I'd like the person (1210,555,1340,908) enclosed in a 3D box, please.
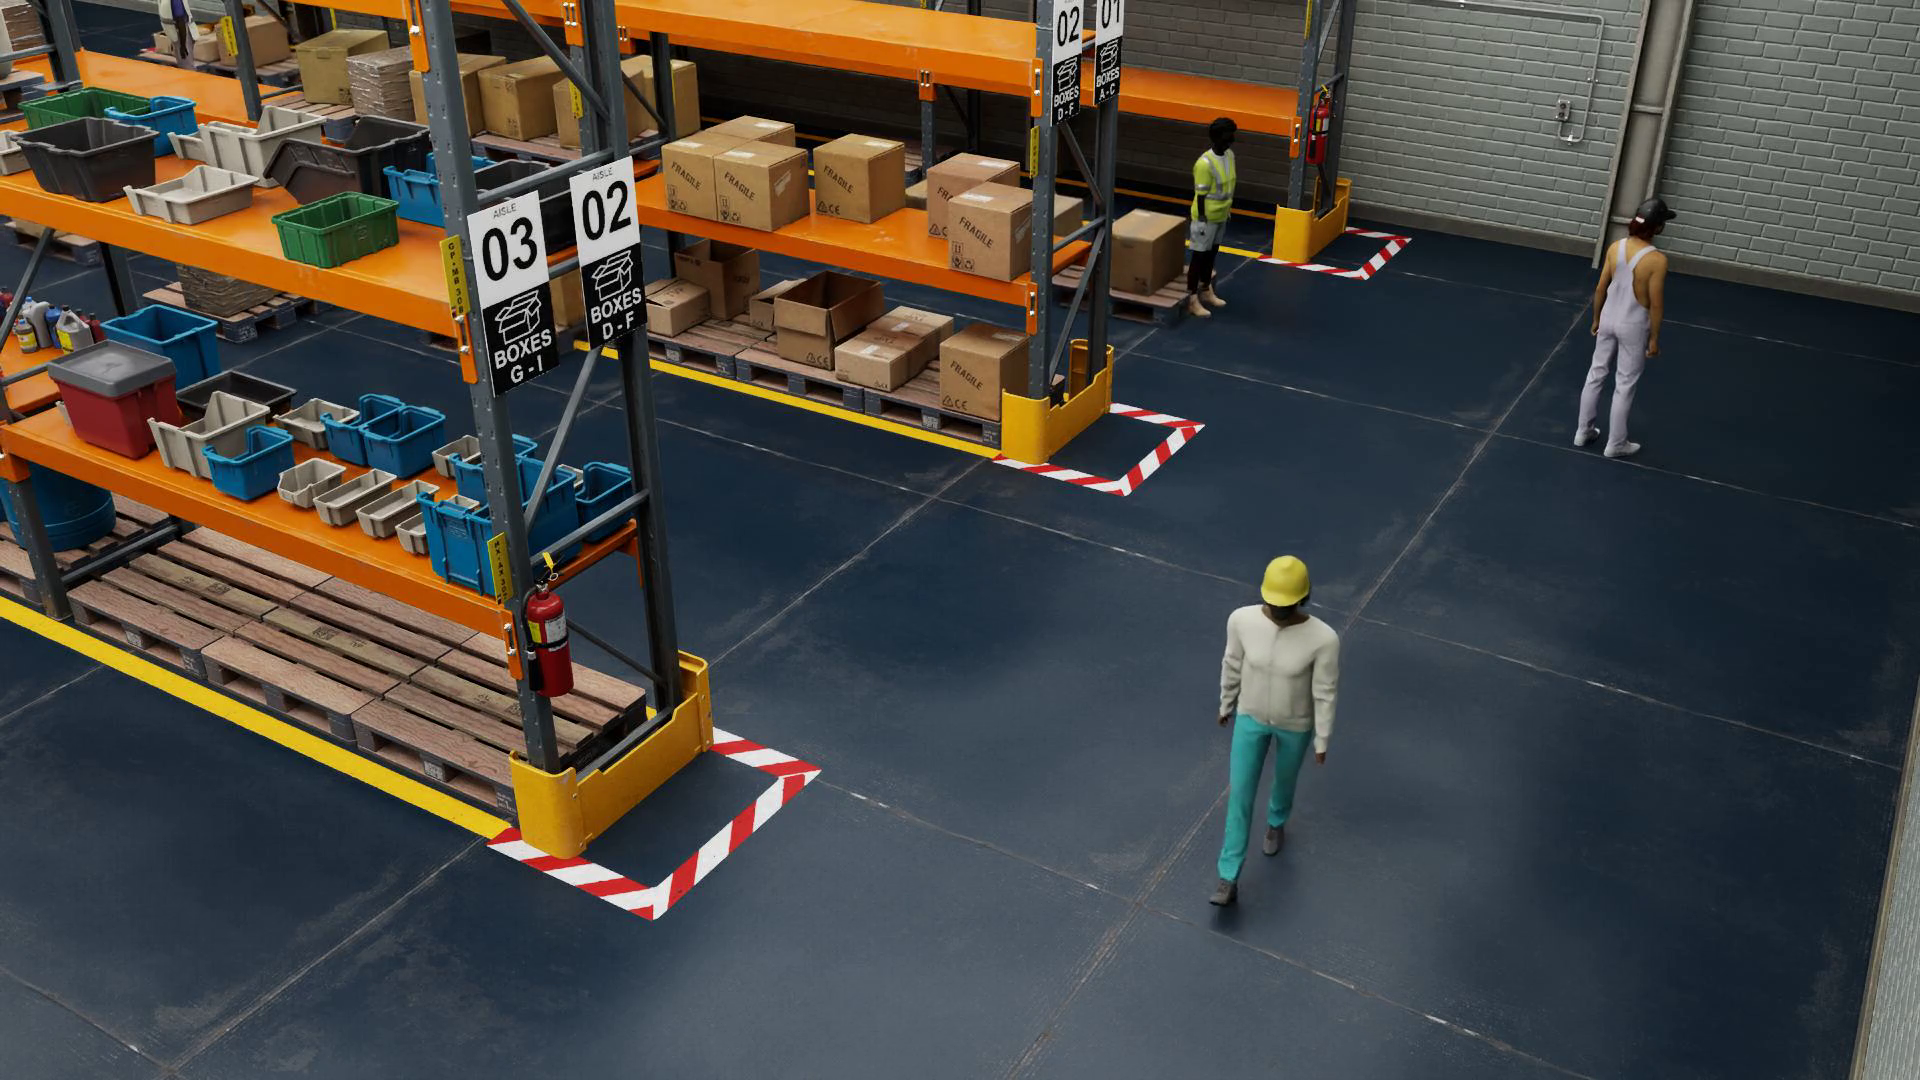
[{"bbox_3d":[1.420,0.861,7.586,0.546,1.717,0.877,10,31,18],"label":"person"}]

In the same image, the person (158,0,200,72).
[{"bbox_3d":[-9.146,-5.860,19.547,0.392,1.833,0.565,-19,34,-30],"label":"person"}]

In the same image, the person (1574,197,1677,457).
[{"bbox_3d":[4.705,-1.504,11.694,0.388,1.862,0.517,-19,34,-30],"label":"person"}]

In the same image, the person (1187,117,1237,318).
[{"bbox_3d":[2.137,-2.743,14.091,0.321,1.691,0.529,20,35,31],"label":"person"}]
